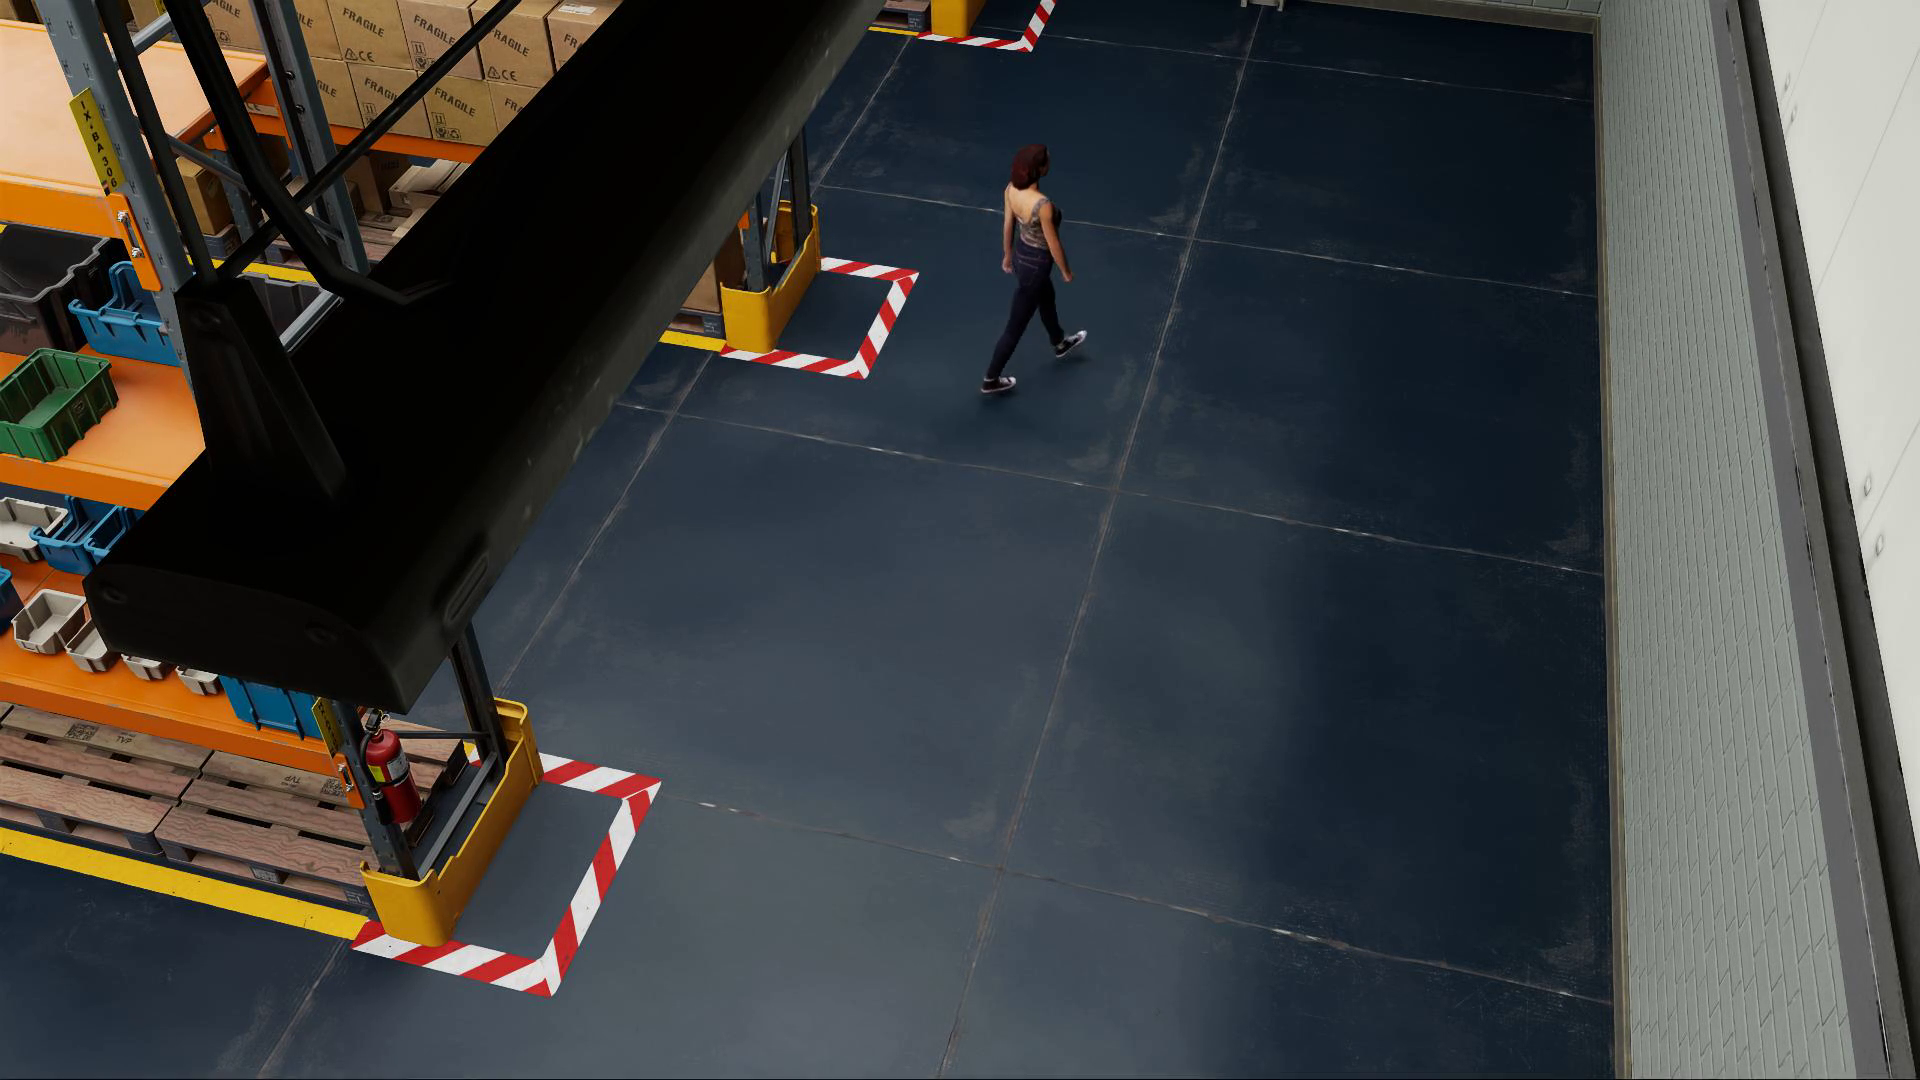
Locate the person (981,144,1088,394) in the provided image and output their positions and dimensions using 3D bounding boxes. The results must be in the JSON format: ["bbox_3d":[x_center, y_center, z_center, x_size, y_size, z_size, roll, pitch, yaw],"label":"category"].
[{"bbox_3d":[0.397,-1.689,10.726,1.176,1.724,1.109,-22,47,-22],"label":"person"}]
